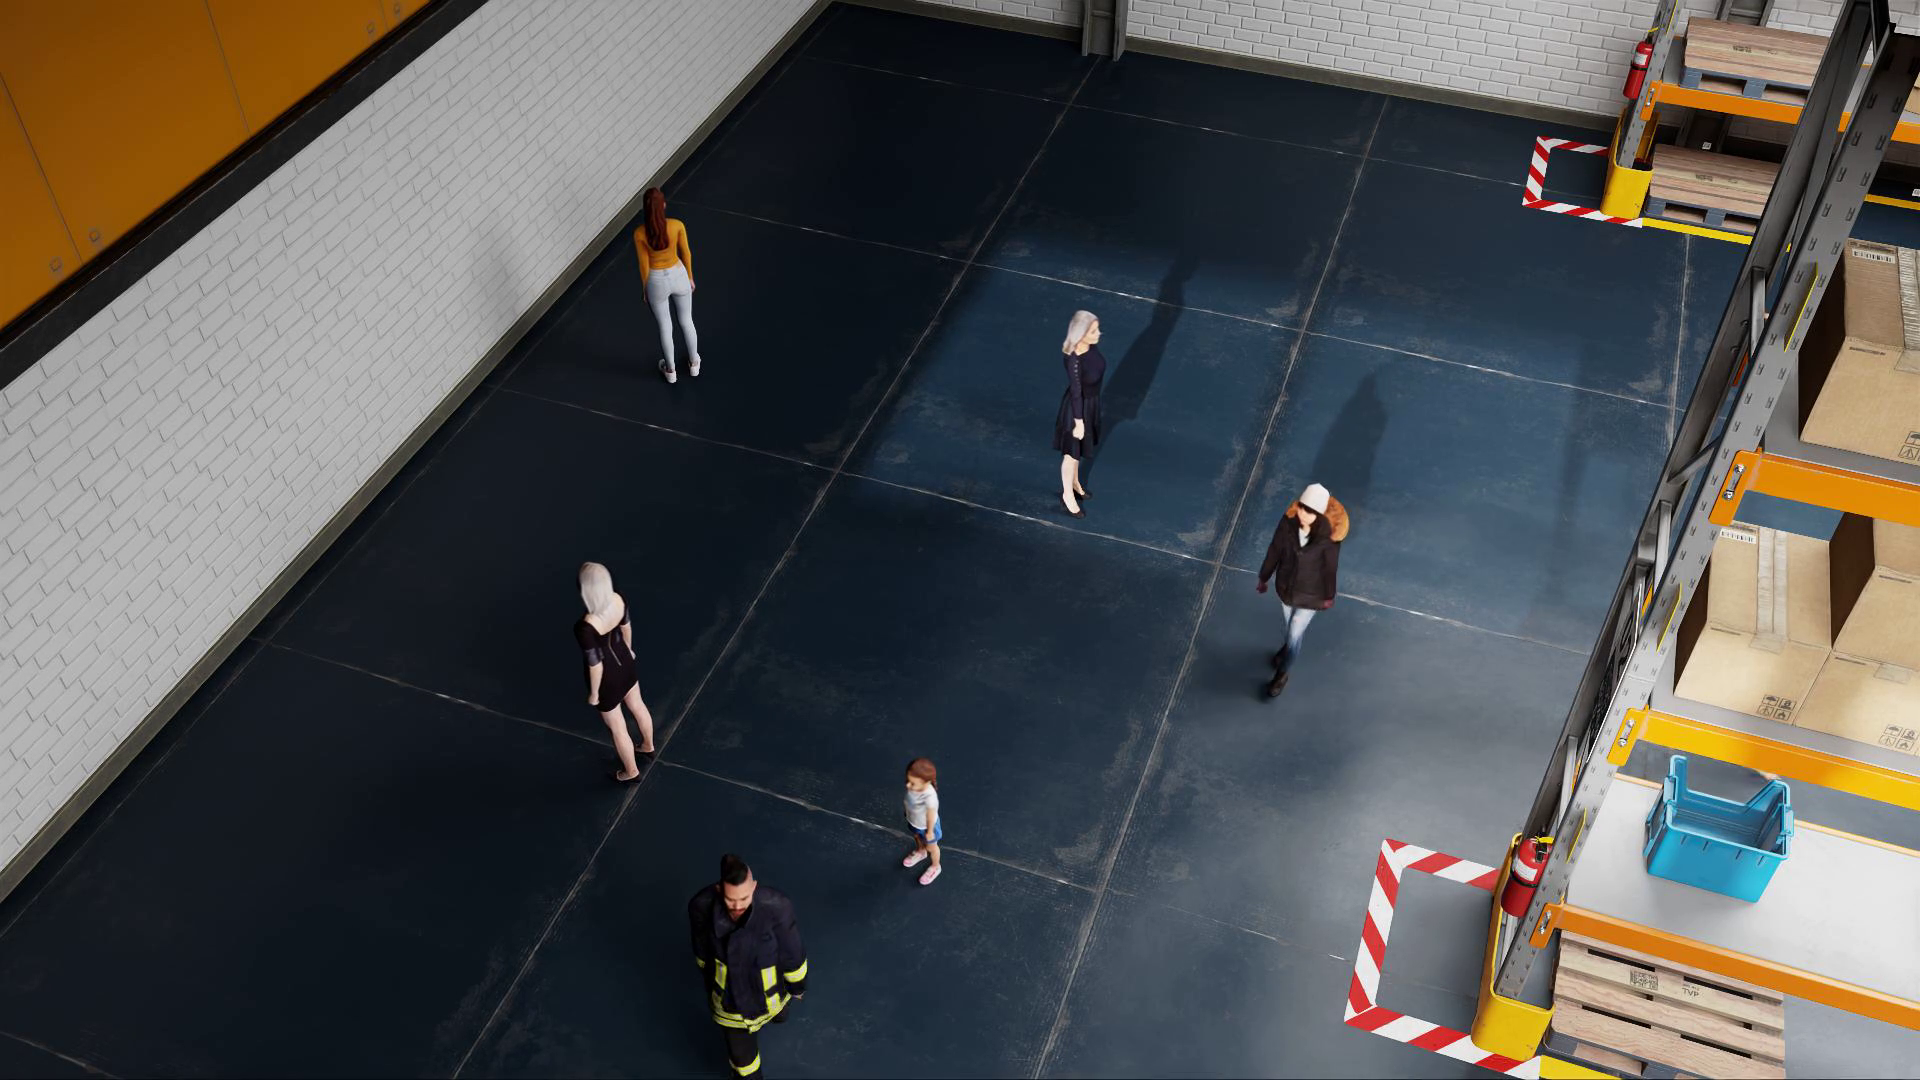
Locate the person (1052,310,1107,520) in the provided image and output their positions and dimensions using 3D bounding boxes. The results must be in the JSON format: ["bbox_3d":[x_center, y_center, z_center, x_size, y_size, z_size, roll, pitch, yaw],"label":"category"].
[{"bbox_3d":[0.862,-0.912,11.903,0.565,1.747,0.597,12,45,12],"label":"person"}]

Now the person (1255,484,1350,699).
[{"bbox_3d":[2.255,0.234,10.793,0.810,1.618,0.838,30,51,28],"label":"person"}]

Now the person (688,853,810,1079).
[{"bbox_3d":[-1.084,2.156,8.624,1.151,1.828,1.052,-1,44,-1],"label":"person"}]

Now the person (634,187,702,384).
[{"bbox_3d":[-2.290,-2.000,13.042,0.678,1.751,0.746,-15,46,-15],"label":"person"}]

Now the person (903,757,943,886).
[{"bbox_3d":[-0.213,1.622,9.771,0.534,1.019,0.454,-28,50,-26],"label":"person"}]

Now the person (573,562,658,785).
[{"bbox_3d":[-2.097,0.806,10.040,0.523,1.829,0.608,18,47,18],"label":"person"}]
